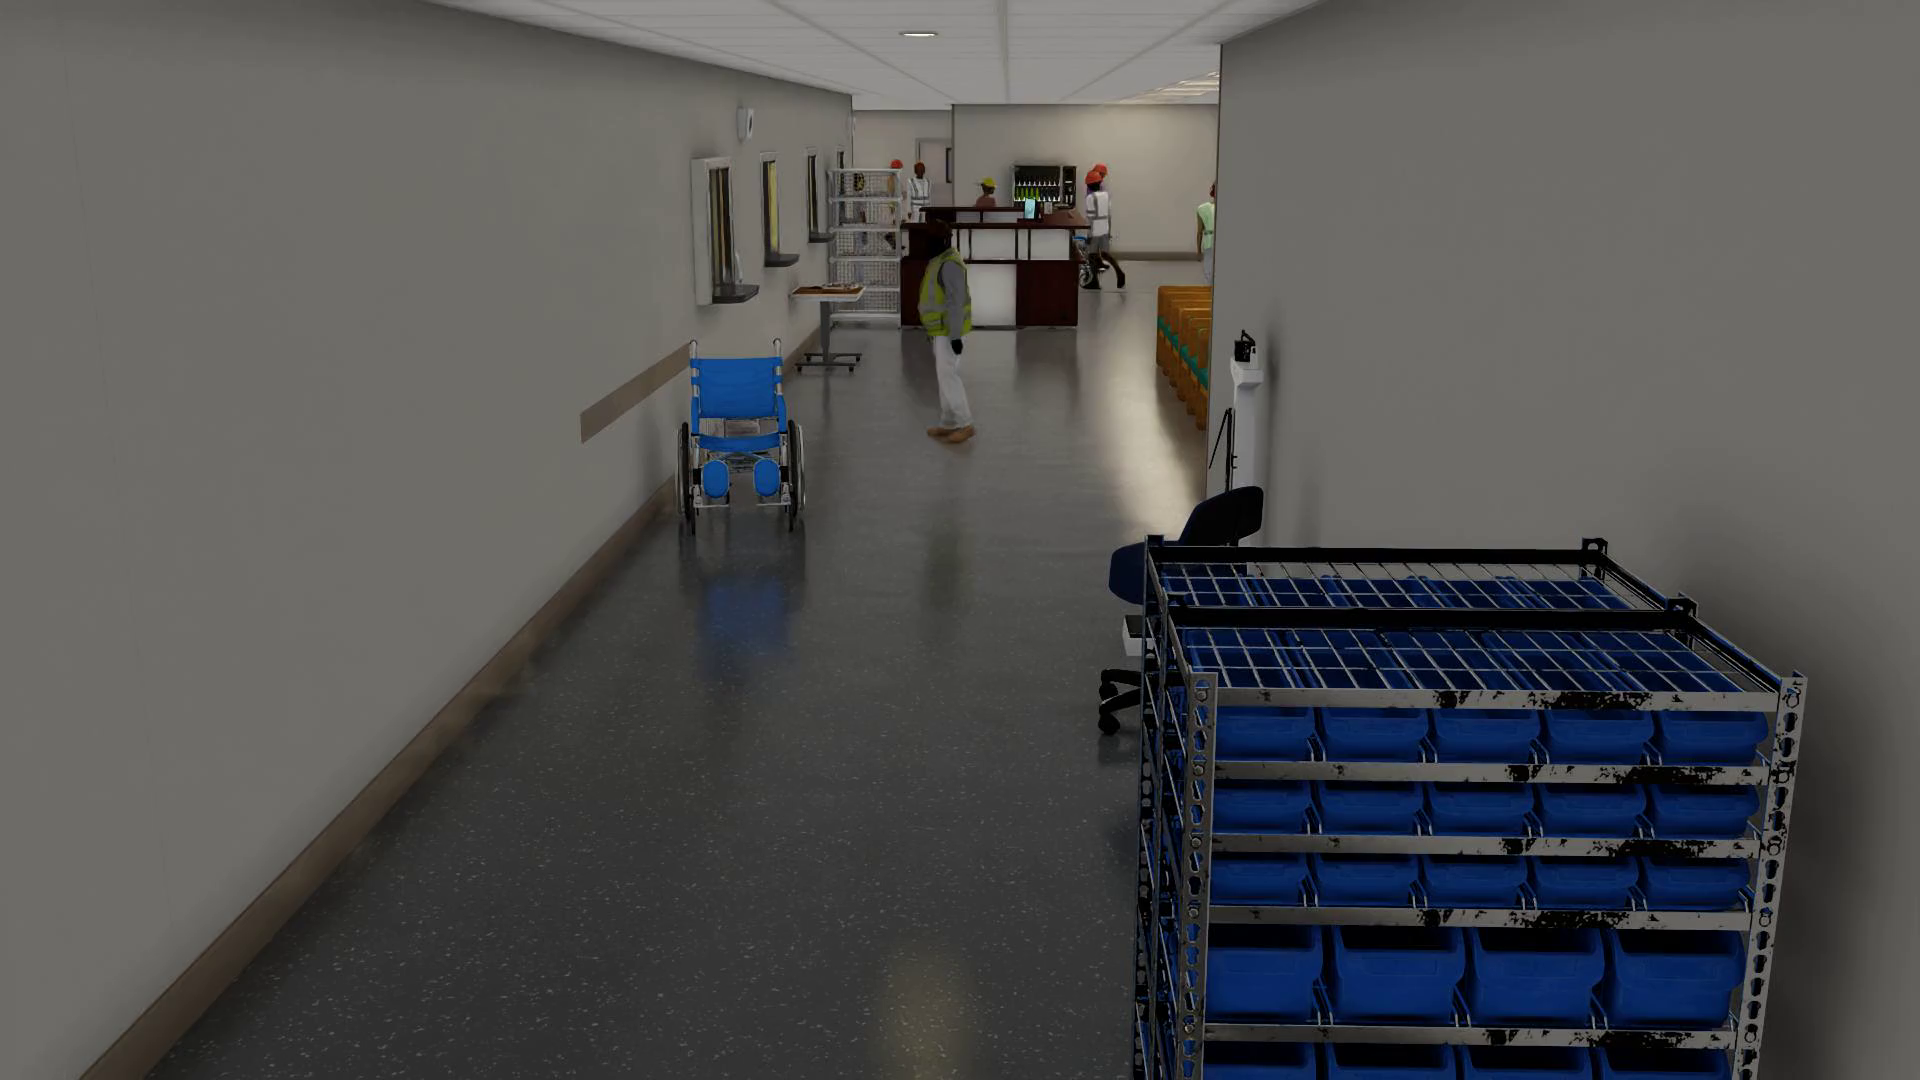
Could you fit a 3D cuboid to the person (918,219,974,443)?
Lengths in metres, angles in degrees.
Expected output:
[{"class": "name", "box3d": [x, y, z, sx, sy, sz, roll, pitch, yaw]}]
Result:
[{"class": "person", "box3d": [-0.127, -1.708, 13.638, 0.441, 1.827, 0.791, -2, 14, -6]}]

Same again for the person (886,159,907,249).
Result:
[{"class": "person", "box3d": [-1.397, -7.221, 35.779, 0.474, 1.922, 0.552, 8, 16, 30]}]

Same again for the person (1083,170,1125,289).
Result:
[{"class": "person", "box3d": [2.261, -4.918, 26.486, 0.561, 1.899, 0.761, -12, 18, -40]}]

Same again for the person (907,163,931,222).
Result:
[{"class": "person", "box3d": [-0.811, -6.647, 33.527, 0.584, 1.882, 0.346, -10, 17, -34]}]

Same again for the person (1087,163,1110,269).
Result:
[{"class": "person", "box3d": [2.557, -5.989, 30.763, 0.372, 1.930, 0.543, -6, 15, -24]}]

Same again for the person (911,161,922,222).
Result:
[{"class": "person", "box3d": [-1.035, -8.547, 41.497, 0.320, 1.763, 0.522, -8, 16, -29]}]

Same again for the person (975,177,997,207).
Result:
[{"class": "person", "box3d": [0.523, -5.248, 28.165, 0.799, 1.738, 0.541, -7, 15, -26]}]
